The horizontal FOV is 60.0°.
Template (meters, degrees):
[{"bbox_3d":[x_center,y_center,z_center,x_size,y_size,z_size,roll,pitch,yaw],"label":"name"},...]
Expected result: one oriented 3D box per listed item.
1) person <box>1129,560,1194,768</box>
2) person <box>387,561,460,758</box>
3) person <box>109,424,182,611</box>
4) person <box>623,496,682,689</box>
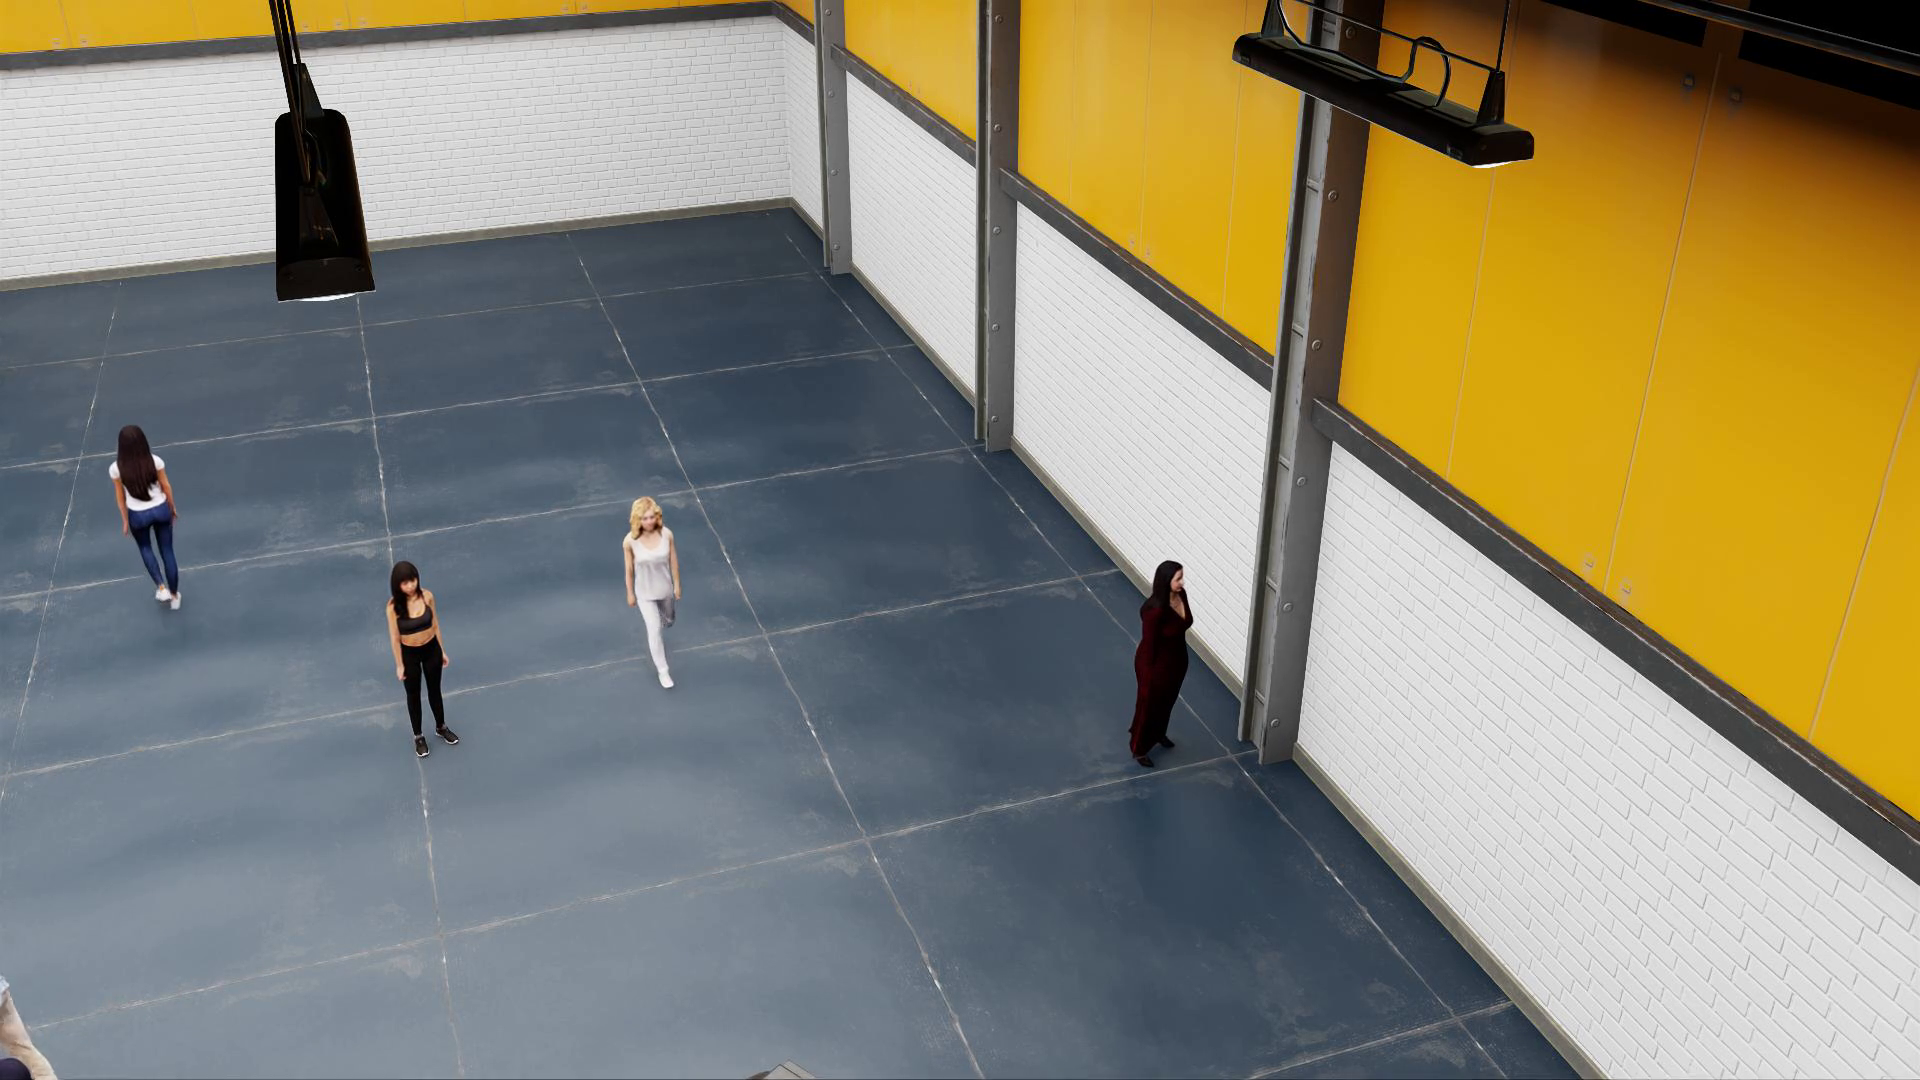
[{"bbox_3d":[1.515,0.913,12.641,0.823,1.757,0.786,18,33,30],"label":"person"},{"bbox_3d":[-4.170,0.880,12.819,0.622,1.643,0.597,-22,35,-34],"label":"person"},{"bbox_3d":[-7.096,-0.155,14.592,0.637,1.764,0.611,-14,32,-24],"label":"person"},{"bbox_3d":[-2.544,0.364,13.760,0.652,1.649,1.002,-13,31,-22],"label":"person"}]
